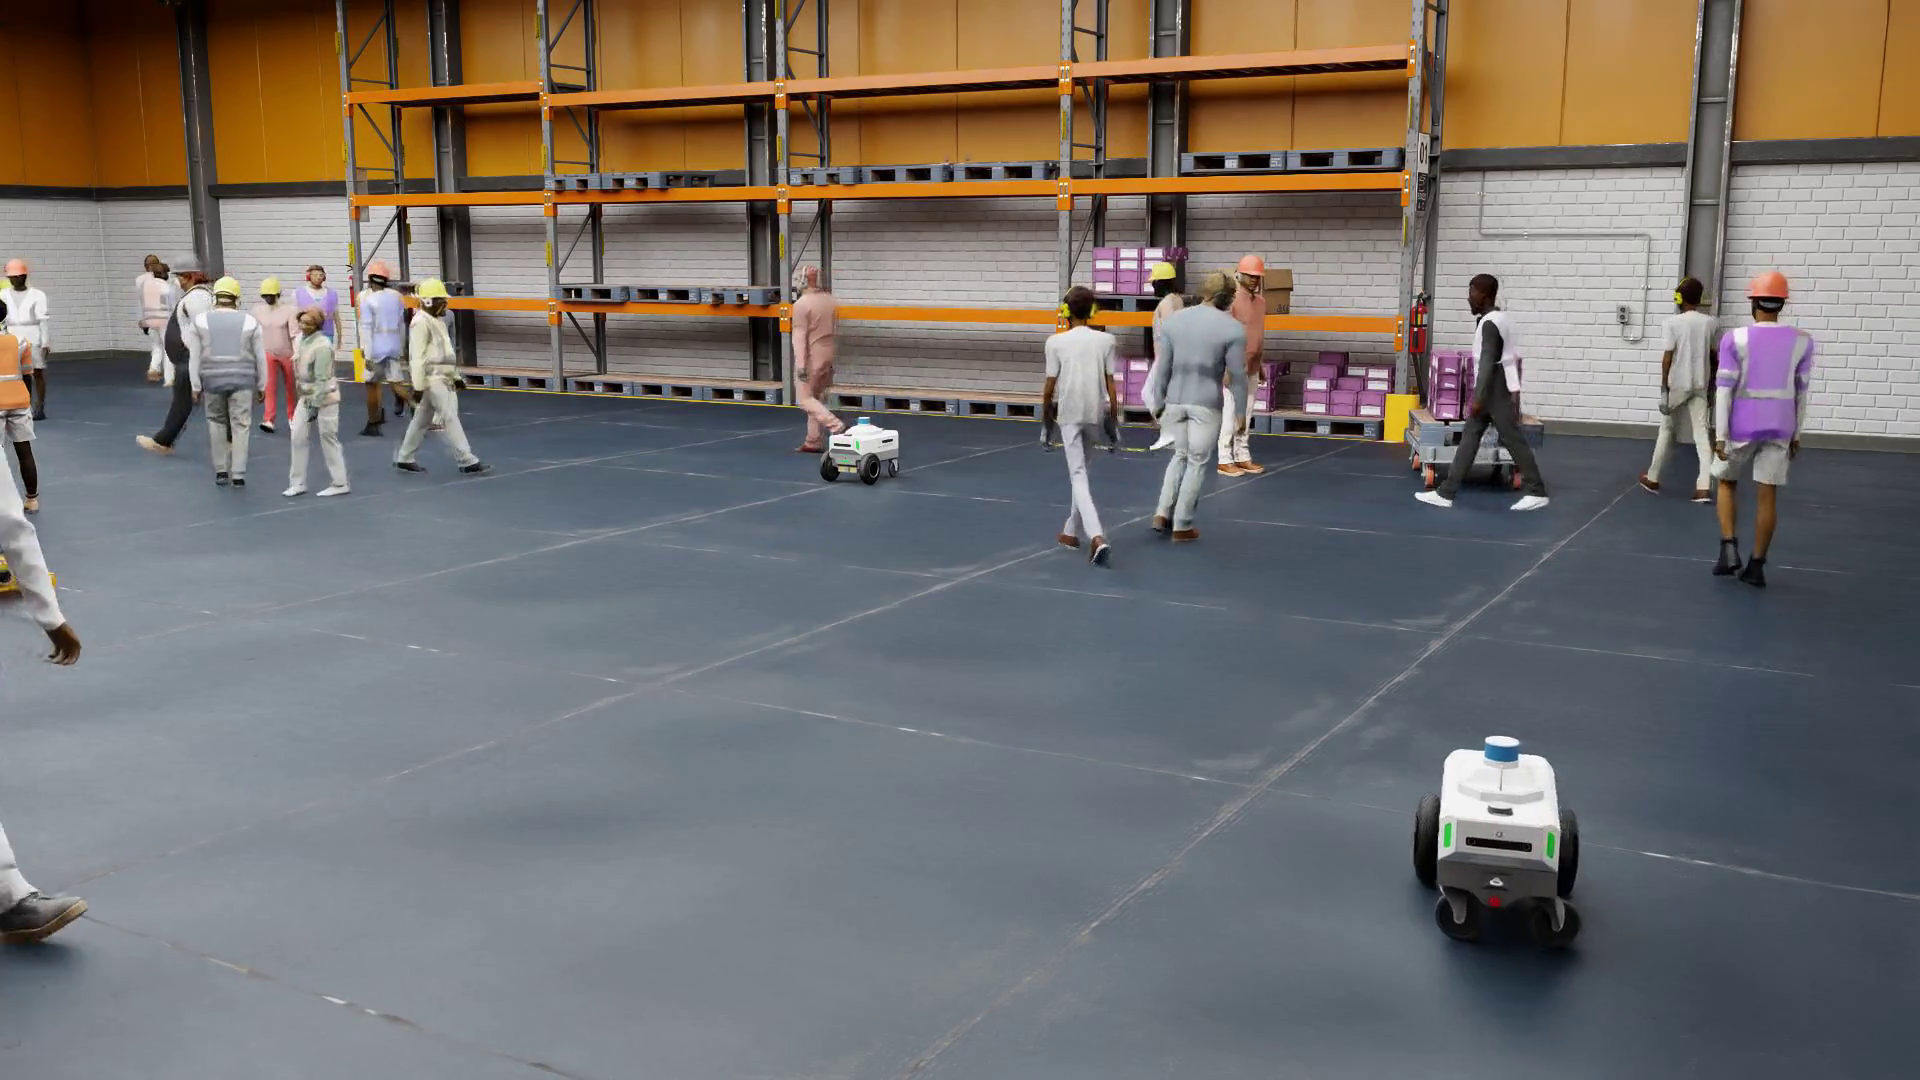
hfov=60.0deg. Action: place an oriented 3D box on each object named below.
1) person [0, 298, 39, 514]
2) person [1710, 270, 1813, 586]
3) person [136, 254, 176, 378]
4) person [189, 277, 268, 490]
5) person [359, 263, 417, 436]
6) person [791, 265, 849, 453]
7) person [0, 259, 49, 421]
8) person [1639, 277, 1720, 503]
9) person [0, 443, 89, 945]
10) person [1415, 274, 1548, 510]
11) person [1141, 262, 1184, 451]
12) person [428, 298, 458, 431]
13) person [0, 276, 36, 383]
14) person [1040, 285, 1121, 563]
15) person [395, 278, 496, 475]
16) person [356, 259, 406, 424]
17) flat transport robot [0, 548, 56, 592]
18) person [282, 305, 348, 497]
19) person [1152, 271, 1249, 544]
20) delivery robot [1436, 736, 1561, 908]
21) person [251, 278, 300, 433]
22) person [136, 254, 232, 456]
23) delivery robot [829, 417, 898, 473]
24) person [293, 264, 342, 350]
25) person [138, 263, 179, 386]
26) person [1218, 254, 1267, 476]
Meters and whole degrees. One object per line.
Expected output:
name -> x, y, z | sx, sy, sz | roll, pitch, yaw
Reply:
person -> -7.329, -1.013, 12.707 | 0.319, 1.696, 0.532 | 6, 12, 30
person -> 4.876, -0.676, 10.158 | 0.547, 1.921, 0.431 | 2, 10, 13
person -> -12.620, -3.503, 26.120 | 0.373, 1.940, 0.628 | 6, 12, 30
person -> -6.267, -1.347, 14.292 | 0.610, 1.804, 0.689 | -4, 11, -20
person -> -6.177, -2.045, 18.009 | 0.831, 1.901, 0.555 | 6, 12, 32
person -> -1.393, -1.771, 16.475 | 0.646, 1.891, 0.657 | 5, 11, 26
person -> -10.996, -2.314, 19.483 | 0.575, 1.900, 0.900 | -2, 10, -10
person -> 5.974, -1.242, 13.673 | 0.558, 1.812, 0.999 | 0, 10, -2
person -> -3.068, 0.283, 5.004 | 0.979, 1.836, 0.585 | 3, 10, 15
person -> 4.181, -1.153, 13.075 | 1.023, 1.853, 0.711 | 3, 10, 15
person -> 2.060, -1.838, 16.788 | 0.425, 1.911, 0.589 | 4, 11, 20
person -> -5.877, -2.044, 18.723 | 0.287, 1.634, 0.497 | 6, 12, 30
person -> -14.080, -3.223, 24.854 | 0.631, 1.831, 0.445 | -1, 10, -8
person -> 0.819, -0.777, 11.053 | 0.531, 1.818, 0.978 | -3, 11, -18
person -> -4.722, -1.461, 15.010 | 0.920, 1.785, 0.593 | -1, 10, -7
person -> -6.793, -2.344, 19.613 | 0.544, 1.923, 0.728 | -1, 10, -3
flat transport robot -> -6.062, 0.262, 9.518 | 0.652, 0.197, 1.431 | 6, 12, 29
person -> -5.302, -1.117, 13.576 | 0.581, 1.595, 0.612 | 7, 12, 34
person -> 1.674, -0.913, 11.576 | 0.645, 1.896, 0.499 | 8, 13, 37
delivery robot -> 1.658, 0.849, 5.125 | 0.477, 0.478, 0.707 | 3, 11, 17
person -> -7.586, -2.045, 18.496 | 0.542, 1.700, 0.929 | -2, 10, -9
person -> -7.662, -1.854, 16.494 | 1.005, 2.000, 0.707 | -2, 10, -14
delivery robot -> -0.846, -0.846, 14.724 | 0.477, 0.478, 0.707 | 6, 12, 29
person -> -8.264, -2.627, 21.437 | 0.588, 1.837, 0.437 | -5, 11, -28
person -> -11.823, -3.194, 24.680 | 0.655, 1.825, 0.446 | 2, 10, 12
person -> 2.581, -1.580, 15.079 | 0.612, 1.991, 0.392 | -10, 14, -44
